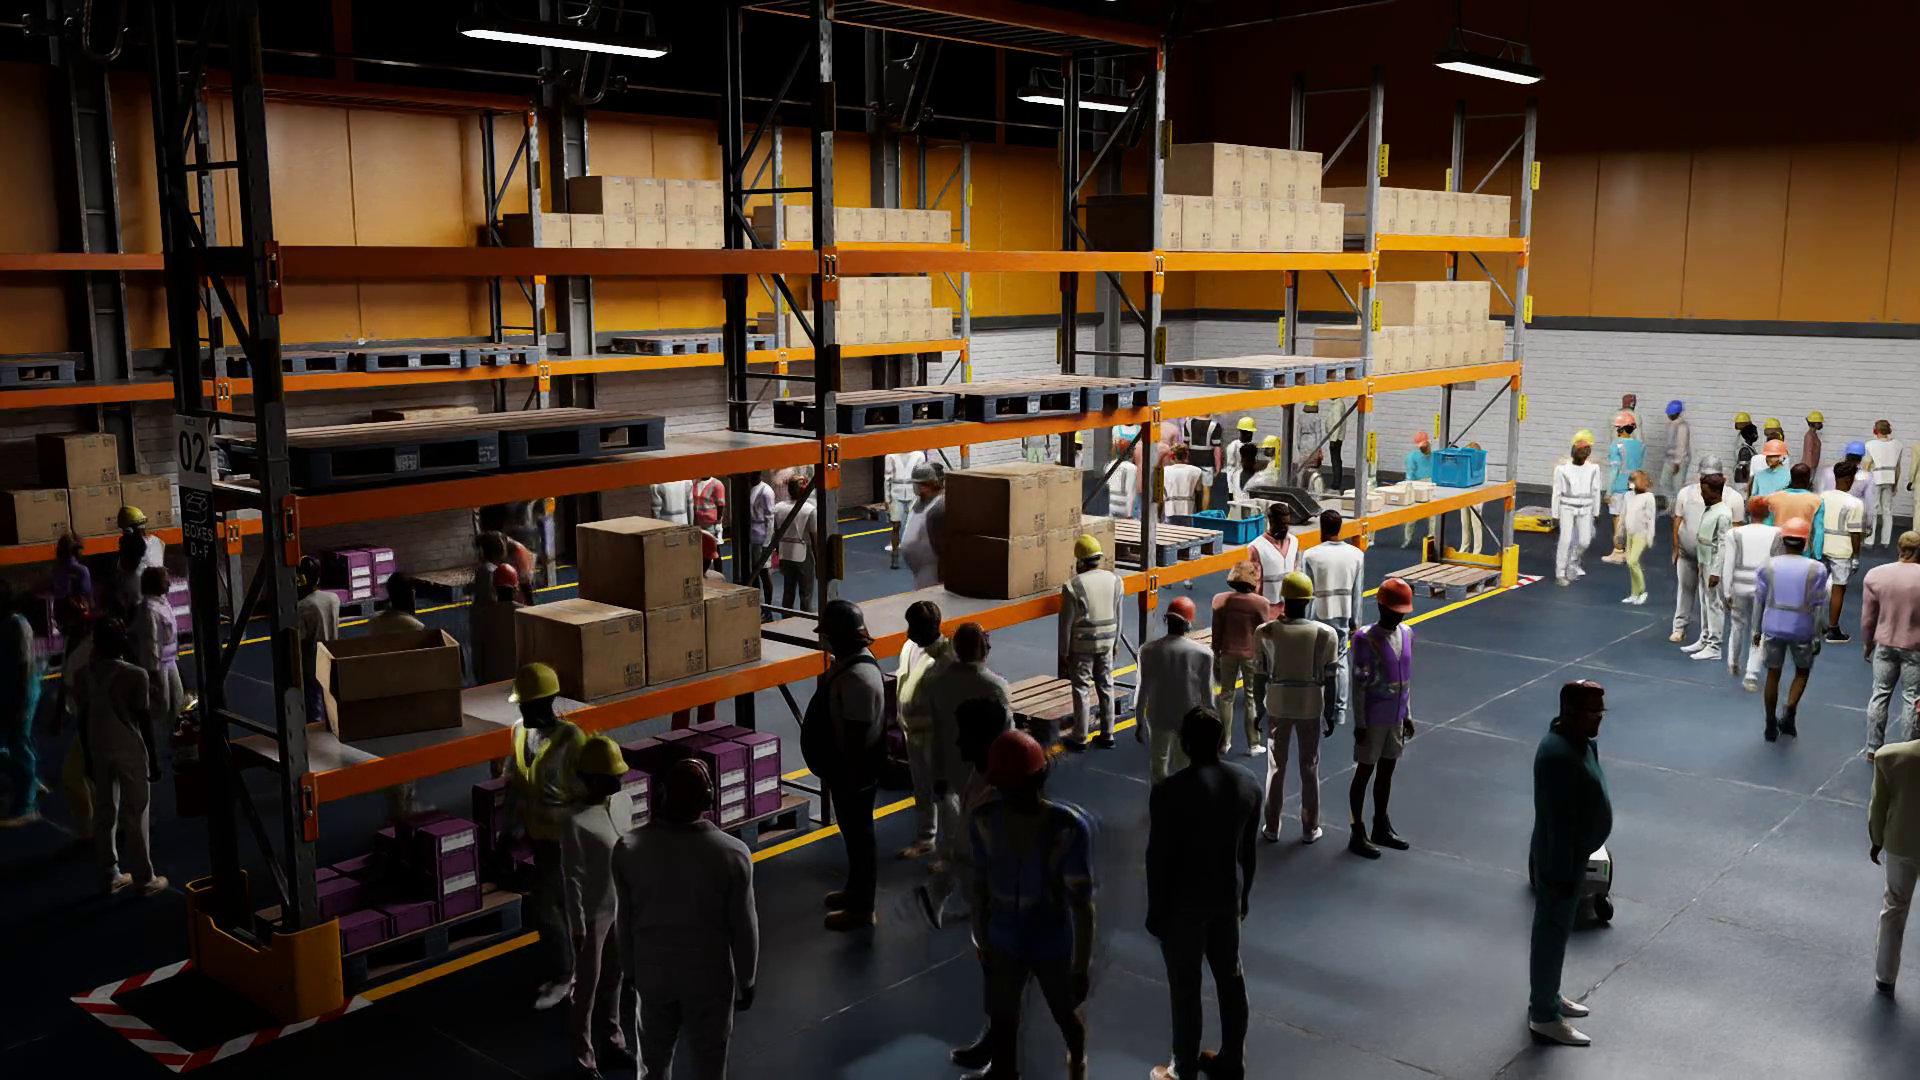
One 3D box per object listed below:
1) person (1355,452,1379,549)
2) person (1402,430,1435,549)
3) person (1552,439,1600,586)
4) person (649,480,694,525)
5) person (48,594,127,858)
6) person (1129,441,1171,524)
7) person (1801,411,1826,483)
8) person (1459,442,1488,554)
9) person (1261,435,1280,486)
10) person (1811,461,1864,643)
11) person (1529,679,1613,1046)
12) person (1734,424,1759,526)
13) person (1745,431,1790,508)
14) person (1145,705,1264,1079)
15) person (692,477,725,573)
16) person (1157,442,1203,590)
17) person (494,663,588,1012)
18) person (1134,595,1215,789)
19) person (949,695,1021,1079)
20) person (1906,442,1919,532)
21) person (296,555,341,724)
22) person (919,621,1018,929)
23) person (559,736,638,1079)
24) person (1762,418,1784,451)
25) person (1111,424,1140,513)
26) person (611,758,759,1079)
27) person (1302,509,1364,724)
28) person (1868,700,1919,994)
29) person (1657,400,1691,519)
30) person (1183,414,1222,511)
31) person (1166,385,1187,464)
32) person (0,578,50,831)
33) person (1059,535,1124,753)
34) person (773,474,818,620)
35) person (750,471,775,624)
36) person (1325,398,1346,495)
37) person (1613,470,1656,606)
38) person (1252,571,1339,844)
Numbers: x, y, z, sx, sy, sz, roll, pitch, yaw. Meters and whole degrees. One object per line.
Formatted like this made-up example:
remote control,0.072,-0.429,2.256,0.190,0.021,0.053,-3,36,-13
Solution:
person,5.765,-0.689,23.602,0.307,1.638,0.511,7,12,36
person,6.529,-0.691,23.370,0.623,1.719,0.454,-2,10,-12
person,7.717,-0.341,20.884,0.592,1.862,0.450,0,10,-2
person,-3.363,-0.120,19.317,0.551,1.932,0.378,-7,12,-37
person,-6.061,1.260,11.423,0.707,1.808,0.619,-7,12,-38
person,2.594,-0.727,22.821,0.624,1.975,0.623,2,10,11
person,13.176,-1.112,25.745,0.311,1.768,0.532,6,11,30
person,6.933,-0.515,22.572,0.283,1.633,0.497,-4,10,-24
person,4.170,-0.518,22.221,0.337,1.762,0.522,0,10,-1
person,9.380,0.120,17.832,0.372,1.958,0.599,-5,11,-26
person,3.213,1.664,8.768,0.401,1.905,0.642,4,10,23
person,11.535,-0.854,24.404,0.318,1.700,0.535,6,11,31
person,10.586,-0.496,21.767,0.324,1.867,0.547,-8,13,-41
person,1.188,1.759,8.142,0.625,1.931,0.376,-5,11,-28
person,-3.139,-0.215,20.589,0.535,1.699,0.318,6,11,33
person,2.713,-0.287,20.613,0.560,1.836,0.393,1,10,3
person,-2.295,1.604,9.100,0.600,1.906,0.600,9,13,44
person,1.524,1.250,11.817,0.572,1.713,0.828,1,10,6
person,0.145,1.727,8.233,0.368,1.961,0.607,-1,10,-8
person,14.224,-0.886,24.461,0.563,1.742,0.338,1,10,6
person,-4.903,1.032,12.676,0.334,1.860,0.509,4,10,20
person,0.050,1.439,10.207,0.804,1.869,0.665,-8,13,-41
person,-1.754,1.825,8.211,0.311,1.768,0.522,4,10,24
person,12.156,-0.968,24.972,0.320,1.737,0.485,9,13,42
person,2.597,-1.158,25.802,0.507,1.840,0.343,-1,10,-6
person,-1.205,1.900,7.399,0.647,1.895,0.404,1,10,4
person,3.250,0.685,14.610,0.598,1.908,0.410,-3,10,-18
person,5.309,1.678,9.150,0.561,1.742,0.337,9,13,42
person,11.318,-1.268,26.259,0.604,1.900,0.627,-1,10,-4
person,3.705,-1.188,25.423,0.610,2.032,0.410,5,11,28
person,3.585,-1.622,27.962,0.608,2.044,0.371,9,13,42
person,-6.827,1.167,11.950,0.520,1.829,0.381,6,11,30
person,1.071,0.863,13.792,0.595,1.827,0.403,-5,11,-27
person,-1.710,0.227,17.511,0.564,1.846,0.390,6,11,31
person,-2.305,-0.017,18.696,0.358,1.938,0.542,-8,12,-40
person,6.537,-1.775,29.032,0.388,1.991,0.609,3,10,16
person,8.004,-0.026,19.708,0.390,1.622,0.518,-2,10,-13
person,2.335,1.171,11.625,0.588,1.929,0.367,2,10,11
